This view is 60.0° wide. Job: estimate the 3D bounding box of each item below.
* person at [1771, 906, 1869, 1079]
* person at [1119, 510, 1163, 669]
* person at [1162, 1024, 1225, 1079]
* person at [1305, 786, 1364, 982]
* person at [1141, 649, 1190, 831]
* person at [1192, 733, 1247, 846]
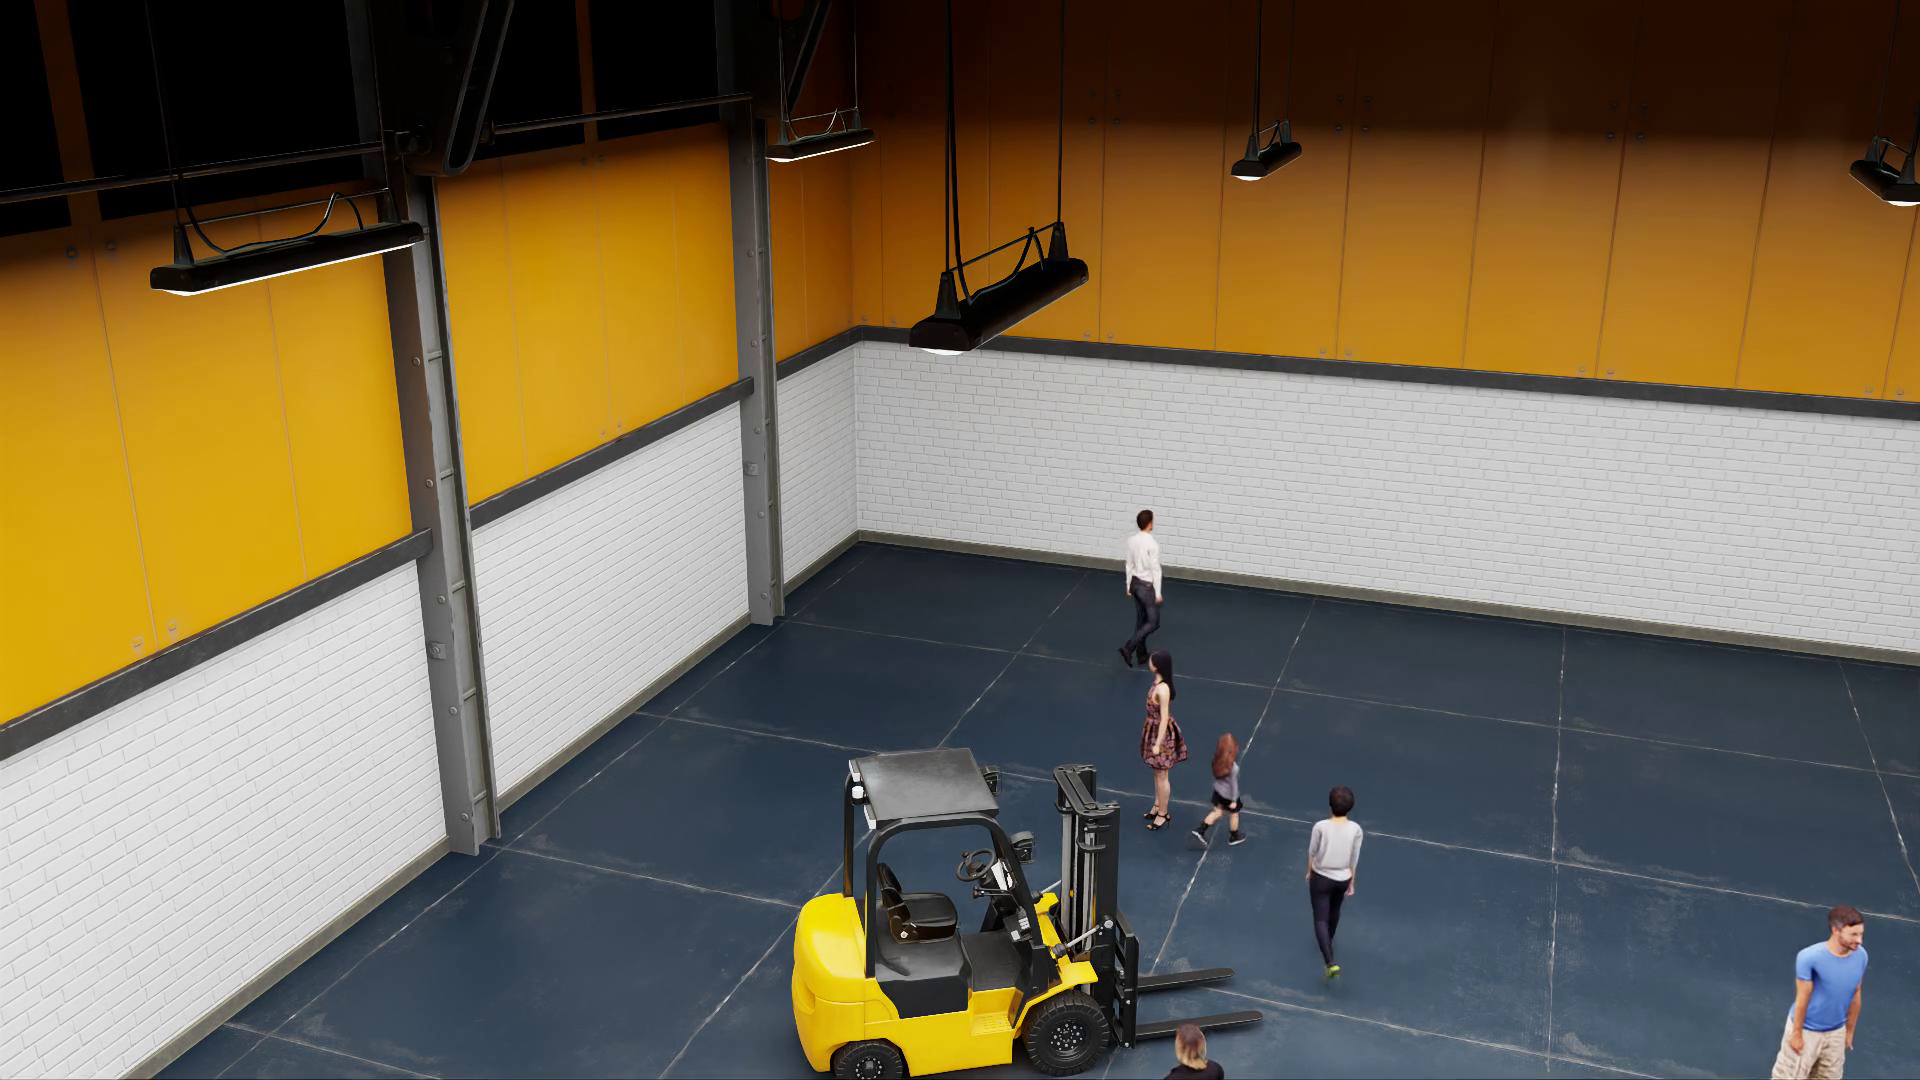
[{"bbox_3d":[5.652,3.207,10.988,0.762,1.853,0.770,-2,19,-7],"label":"person"},{"bbox_3d":[2.027,0.589,18.757,1.042,1.857,0.940,-13,23,-34],"label":"person"},{"bbox_3d":[1.375,3.646,9.973,0.663,1.668,0.738,-10,21,-27],"label":"person"},{"bbox_3d":[2.921,2.695,13.030,0.833,1.519,1.100,-1,19,-4],"label":"person"},{"bbox_3d":[1.829,1.816,15.242,0.805,1.775,0.704,1,19,4],"label":"person"},{"bbox_3d":[2.340,2.267,14.973,0.821,1.090,0.759,-8,20,-23],"label":"person"}]
